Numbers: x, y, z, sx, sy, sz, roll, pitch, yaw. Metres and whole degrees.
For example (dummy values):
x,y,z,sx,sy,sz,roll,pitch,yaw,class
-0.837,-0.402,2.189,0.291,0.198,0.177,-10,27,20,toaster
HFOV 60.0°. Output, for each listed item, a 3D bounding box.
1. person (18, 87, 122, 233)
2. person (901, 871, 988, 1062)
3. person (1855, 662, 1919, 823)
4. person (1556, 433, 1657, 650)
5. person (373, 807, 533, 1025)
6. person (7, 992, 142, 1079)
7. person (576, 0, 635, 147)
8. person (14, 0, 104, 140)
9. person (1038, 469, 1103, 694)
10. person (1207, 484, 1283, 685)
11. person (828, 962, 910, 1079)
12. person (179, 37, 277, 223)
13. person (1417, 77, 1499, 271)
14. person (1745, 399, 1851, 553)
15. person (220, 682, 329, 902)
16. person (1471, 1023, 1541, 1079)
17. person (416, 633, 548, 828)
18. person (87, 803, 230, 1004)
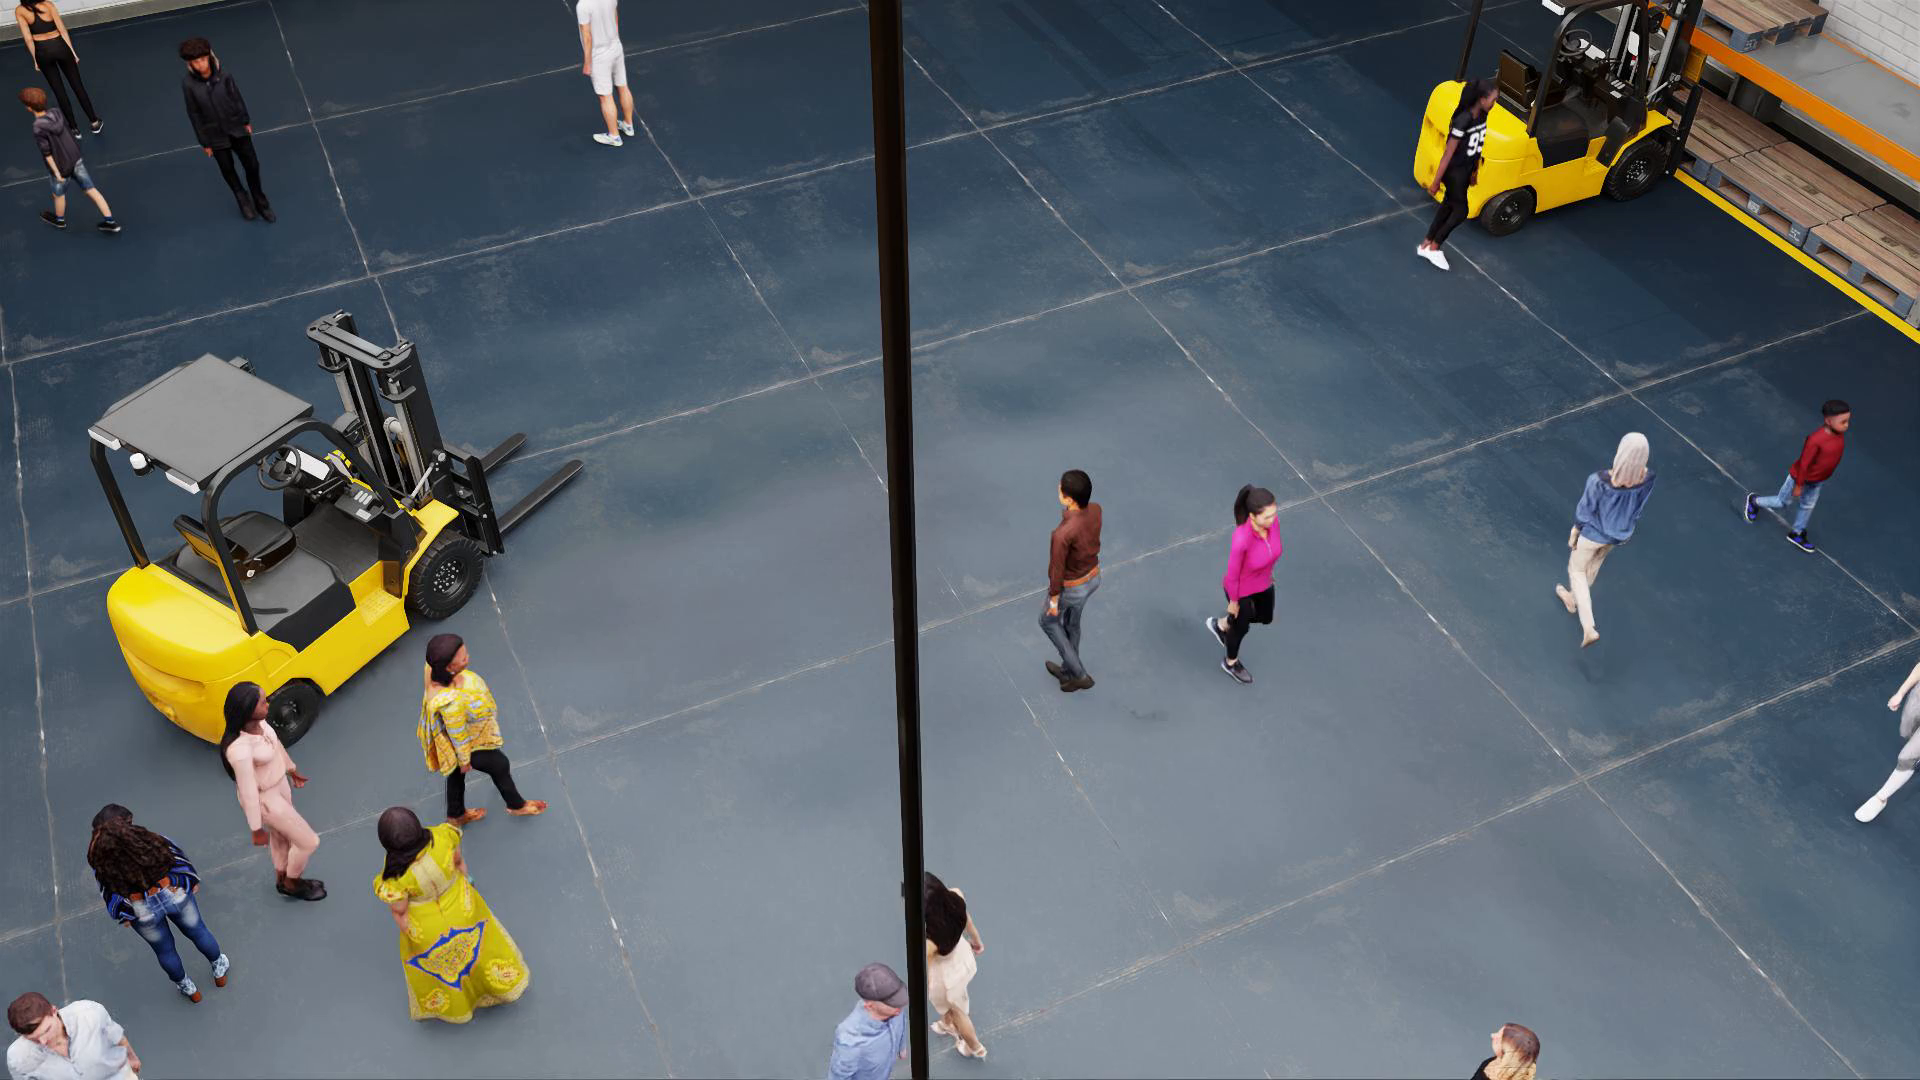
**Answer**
x,y,z,sx,sy,sz,roll,pitch,yaw,class
-7.903,-3.335,14.784,0.997,1.407,0.960,12,45,13,person
0.012,2.303,8.650,0.825,1.705,0.781,24,48,23,person
5.940,0.972,10.068,0.737,1.677,1.047,-26,49,-24,person
4.305,0.011,11.082,0.811,1.679,1.054,-5,44,-5,person
-2.782,2.024,8.997,0.986,1.640,0.946,29,51,27,person
-4.307,2.639,8.234,0.874,1.792,1.348,-31,52,-28,person
-3.384,-4.652,15.843,0.787,1.852,0.775,23,48,22,person
-8.727,-4.666,16.010,0.554,1.643,0.497,-20,47,-20,person
0.804,0.321,10.696,0.811,1.753,0.766,30,51,28,person
1.804,0.250,10.827,0.705,1.686,0.787,-34,53,-31,person
-0.544,2.613,8.233,1.251,1.831,1.137,20,47,20,person
-6.631,-3.715,14.927,0.697,1.759,0.746,-24,49,-23,person
4.237,-3.204,14.413,0.769,1.729,0.762,-32,52,-29,person
6.045,-0.505,11.933,0.497,1.242,0.771,-18,47,-18,person
-4.036,1.482,9.515,0.811,1.699,0.648,-5,44,-5,person
2.590,2.898,8.064,1.067,1.652,0.875,27,50,26,person
-3.034,1.192,9.868,0.776,1.633,0.772,-22,48,-21,person
-4.367,1.973,9.060,0.658,1.618,0.612,-27,50,-25,person
